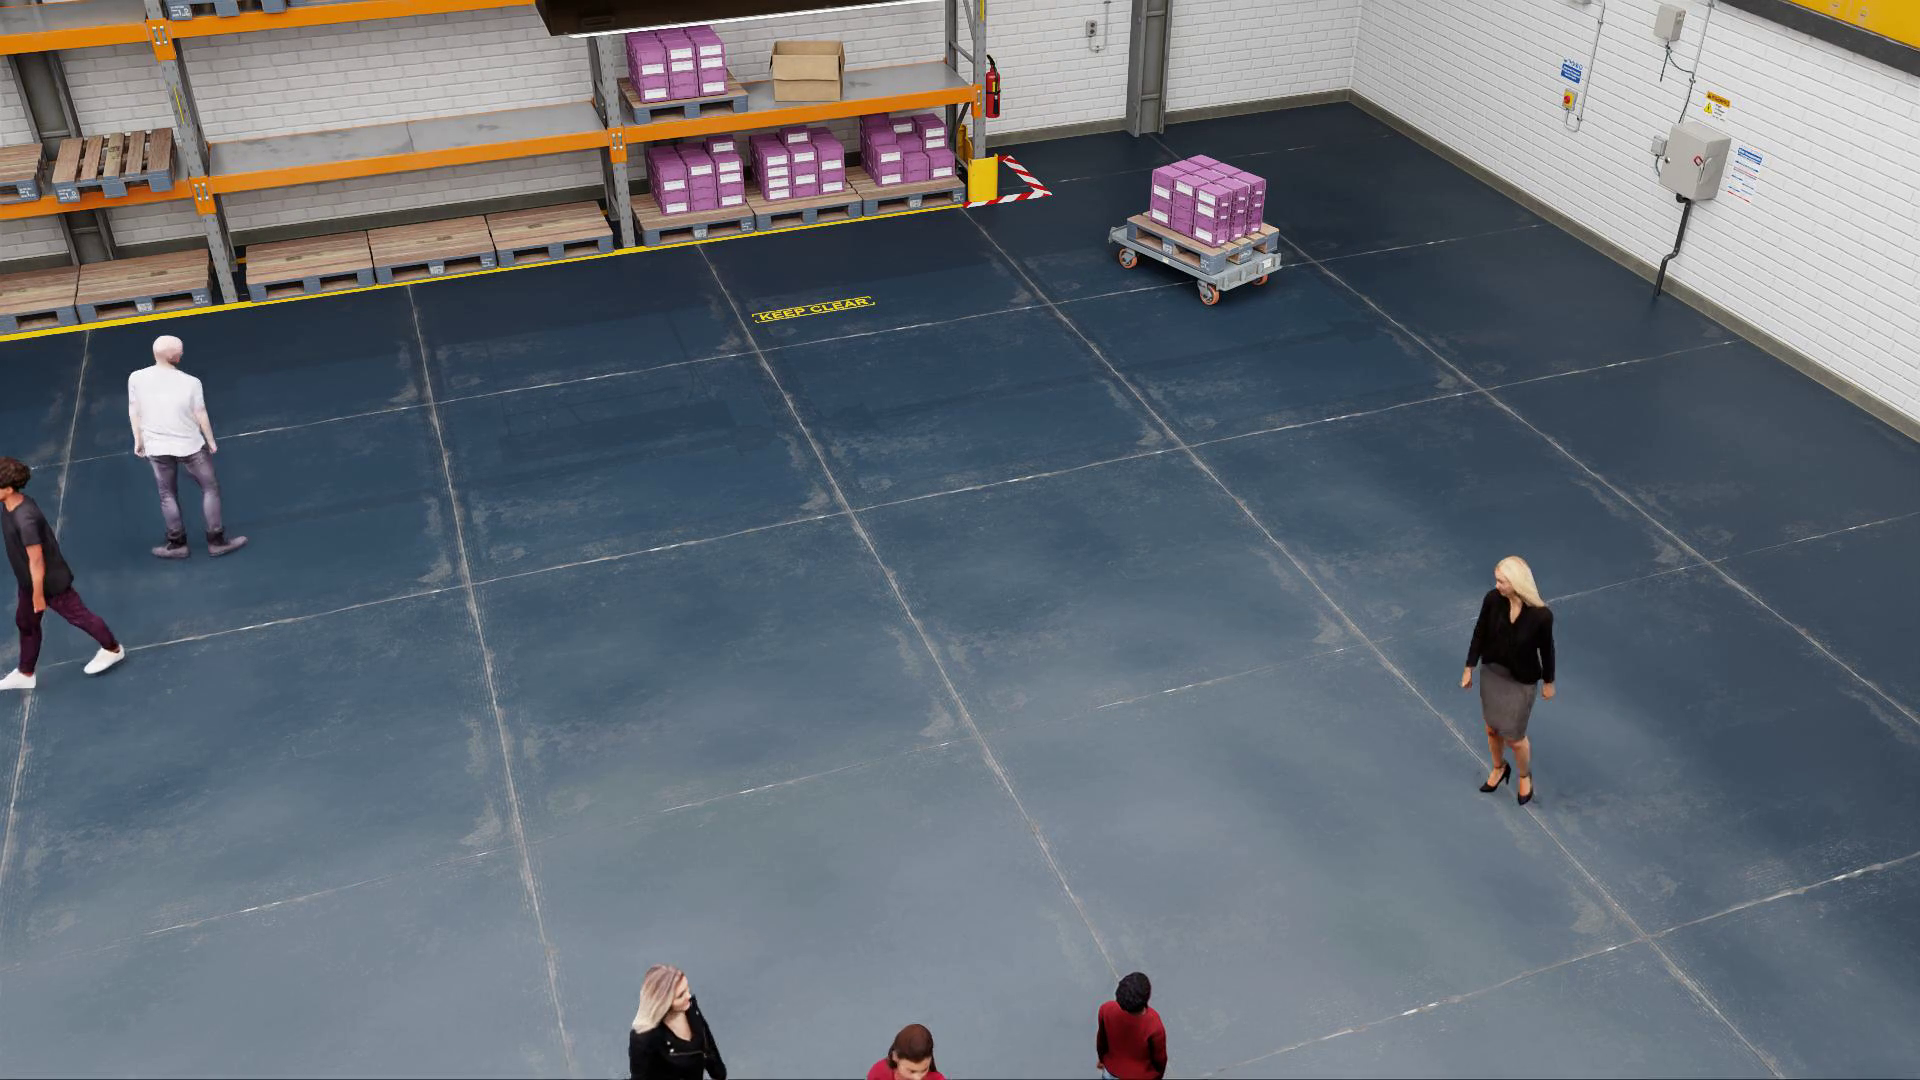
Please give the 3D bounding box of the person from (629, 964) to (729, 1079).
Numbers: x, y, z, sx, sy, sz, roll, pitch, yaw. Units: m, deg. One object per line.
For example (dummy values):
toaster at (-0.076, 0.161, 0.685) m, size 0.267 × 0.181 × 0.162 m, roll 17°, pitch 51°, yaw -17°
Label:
person at (-1.424, 2.565, 7.716) m, size 1.159 × 1.646 × 1.021 m, roll 10°, pitch 35°, yaw 14°

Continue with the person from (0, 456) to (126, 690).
person at (-6.083, 0.208, 11.177) m, size 0.932 × 1.739 × 1.168 m, roll 29°, pitch 43°, yaw 36°

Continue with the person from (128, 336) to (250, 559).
person at (-5.928, -0.663, 12.426) m, size 0.607 × 1.807 × 0.964 m, roll -13°, pitch 36°, yaw -19°

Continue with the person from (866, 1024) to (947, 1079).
person at (-0.229, 2.689, 7.659) m, size 1.082 × 1.501 × 1.064 m, roll 10°, pitch 35°, yaw 15°

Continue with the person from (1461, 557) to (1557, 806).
person at (3.388, 0.872, 10.125) m, size 0.790 × 1.799 × 0.802 m, roll 17°, pitch 37°, yaw 24°

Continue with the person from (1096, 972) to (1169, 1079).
person at (0.828, 2.553, 8.086) m, size 0.583 × 1.256 × 0.644 m, roll 14°, pitch 36°, yaw 20°
